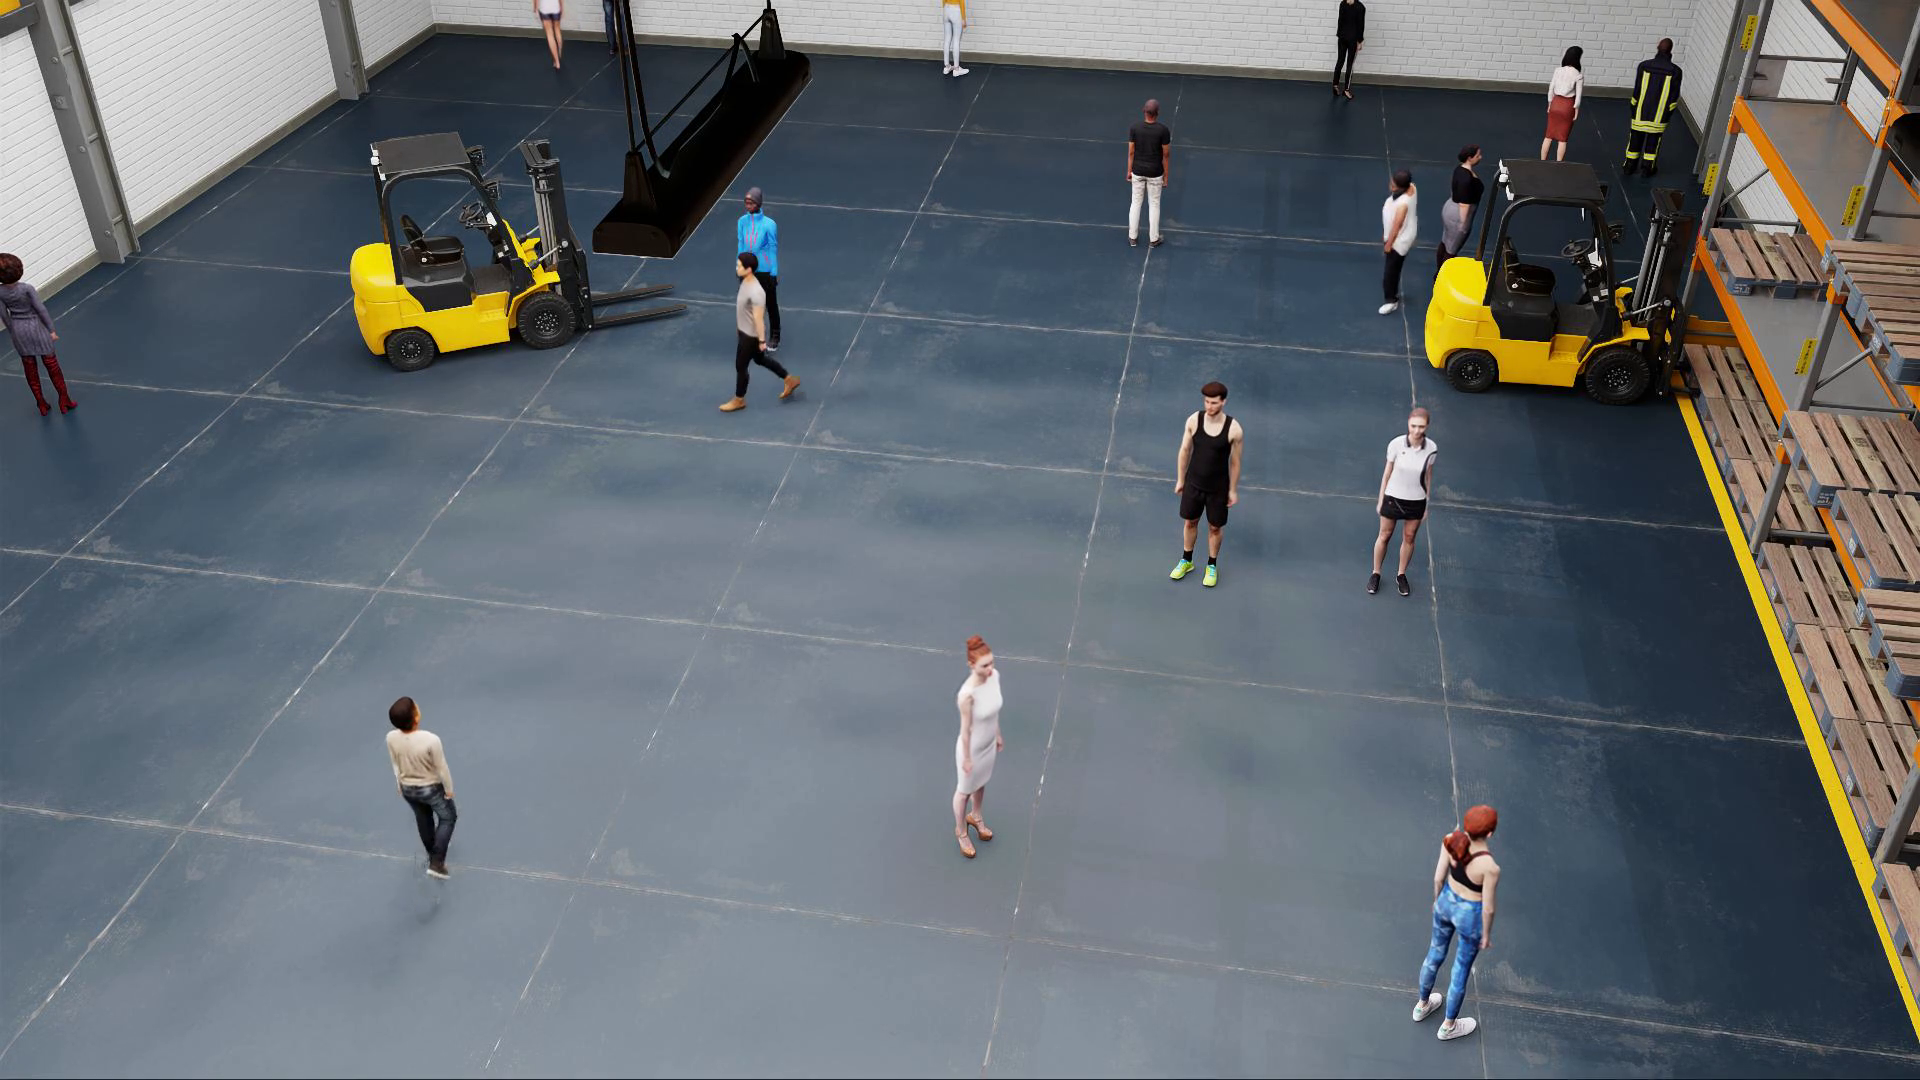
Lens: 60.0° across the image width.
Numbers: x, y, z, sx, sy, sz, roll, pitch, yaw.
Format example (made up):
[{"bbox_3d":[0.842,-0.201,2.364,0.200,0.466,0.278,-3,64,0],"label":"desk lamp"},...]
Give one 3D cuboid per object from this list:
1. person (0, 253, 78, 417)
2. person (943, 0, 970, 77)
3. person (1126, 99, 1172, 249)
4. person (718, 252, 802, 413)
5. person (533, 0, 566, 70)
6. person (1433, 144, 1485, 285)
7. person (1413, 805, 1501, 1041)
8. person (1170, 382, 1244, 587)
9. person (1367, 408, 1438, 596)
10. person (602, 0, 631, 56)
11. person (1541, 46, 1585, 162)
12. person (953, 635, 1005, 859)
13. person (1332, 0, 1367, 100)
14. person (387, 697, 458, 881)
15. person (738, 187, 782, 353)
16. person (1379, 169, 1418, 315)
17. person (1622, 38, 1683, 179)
[{"bbox_3d":[-9.223,-2.039,16.501,0.636,1.710,0.611,-4,34,-6],"label":"person"},{"bbox_3d":[-0.107,-8.013,25.454,0.679,1.749,0.704,28,43,36],"label":"person"},{"bbox_3d":[2.248,-4.401,19.971,0.687,1.804,0.602,9,35,13],"label":"person"},{"bbox_3d":[-1.996,-2.087,16.591,0.981,1.691,1.127,-8,34,-12],"label":"person"},{"bbox_3d":[-6.333,-8.147,25.701,0.928,1.699,1.044,-15,36,-21],"label":"person"},{"bbox_3d":[5.632,-3.647,18.876,0.723,1.759,0.563,3,34,5],"label":"person"},{"bbox_3d":[2.991,2.271,9.950,0.747,1.784,0.689,-22,39,-29],"label":"person"},{"bbox_3d":[2.086,-0.487,14.004,0.737,1.891,0.648,12,36,18],"label":"person"},{"bbox_3d":[3.713,-0.327,13.889,0.578,1.751,0.539,4,34,6],"label":"person"},{"bbox_3d":[-5.496,-8.634,26.292,0.678,1.854,0.601,10,35,14],"label":"person"},{"bbox_3d":[7.910,-5.613,21.842,0.673,1.751,0.690,28,43,35],"label":"person"},{"bbox_3d":[0.116,1.396,11.260,0.695,1.791,0.577,24,40,31],"label":"person"},{"bbox_3d":[5.729,-7.364,24.516,0.726,1.707,0.700,-29,43,-36],"label":"person"},{"bbox_3d":[-3.610,1.695,11.117,0.589,1.452,0.769,2,34,3],"label":"person"},{"bbox_3d":[-2.131,-2.894,17.712,0.642,1.794,0.596,11,35,17],"label":"person"},{"bbox_3d":[4.910,-3.403,18.598,0.908,1.661,0.705,26,41,33],"label":"person"},{"bbox_3d":[9.130,-5.711,21.925,0.843,1.821,0.819,20,38,27],"label":"person"}]
